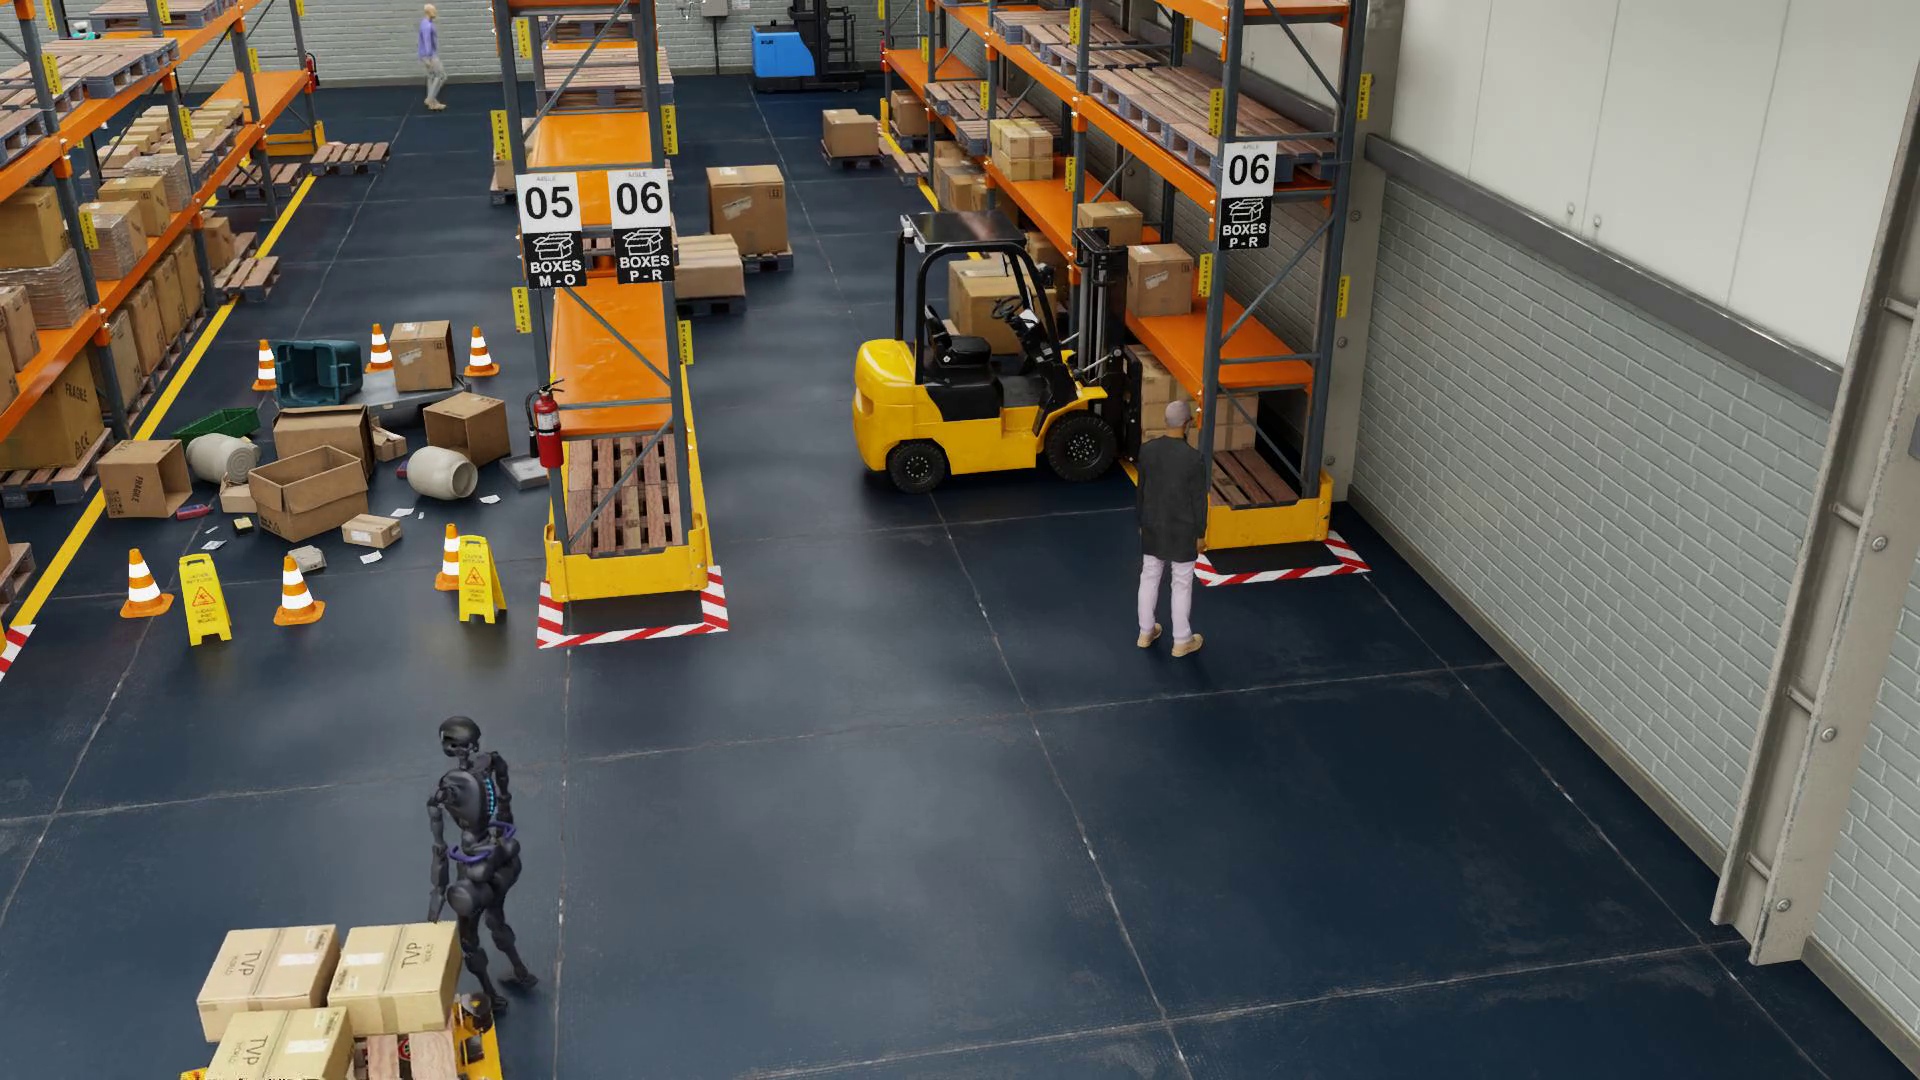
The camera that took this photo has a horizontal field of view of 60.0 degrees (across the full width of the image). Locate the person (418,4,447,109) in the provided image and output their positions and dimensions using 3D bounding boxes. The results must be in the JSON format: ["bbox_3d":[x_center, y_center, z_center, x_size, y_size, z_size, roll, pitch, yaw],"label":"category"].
[{"bbox_3d":[-9.131,-8.337,28.736,0.456,1.783,0.615,-8,27,-17],"label":"person"}]

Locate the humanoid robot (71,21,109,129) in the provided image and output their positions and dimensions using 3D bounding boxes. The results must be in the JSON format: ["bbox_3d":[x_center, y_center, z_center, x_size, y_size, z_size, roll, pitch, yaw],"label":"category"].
[{"bbox_3d":[-14.362,-7.611,27.379,0.547,1.859,0.836,-23,34,-39],"label":"humanoid robot"}]

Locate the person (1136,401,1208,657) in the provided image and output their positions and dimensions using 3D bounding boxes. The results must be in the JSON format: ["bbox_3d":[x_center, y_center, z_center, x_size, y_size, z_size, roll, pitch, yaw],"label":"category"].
[{"bbox_3d":[1.453,-0.073,11.450,0.528,1.856,0.406,16,30,30],"label":"person"}]

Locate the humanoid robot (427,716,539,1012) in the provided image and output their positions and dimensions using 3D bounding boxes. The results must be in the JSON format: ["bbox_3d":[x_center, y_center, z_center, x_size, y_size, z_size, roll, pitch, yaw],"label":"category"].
[{"bbox_3d":[-2.371,1.605,8.158,0.332,1.652,0.588,10,28,21],"label":"humanoid robot"}]

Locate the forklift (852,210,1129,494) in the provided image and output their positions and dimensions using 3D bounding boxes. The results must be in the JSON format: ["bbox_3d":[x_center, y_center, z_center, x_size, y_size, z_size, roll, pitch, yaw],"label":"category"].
[{"bbox_3d":[0.216,-1.659,14.366,2.313,2.155,1.214,-5,26,-10],"label":"forklift"}]

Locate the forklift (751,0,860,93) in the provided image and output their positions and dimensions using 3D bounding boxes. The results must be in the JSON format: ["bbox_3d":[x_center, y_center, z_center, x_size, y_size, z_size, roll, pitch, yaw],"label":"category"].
[{"bbox_3d":[-2.872,-9.679,30.288,1.873,2.768,1.129,-5,26,-10],"label":"forklift"}]

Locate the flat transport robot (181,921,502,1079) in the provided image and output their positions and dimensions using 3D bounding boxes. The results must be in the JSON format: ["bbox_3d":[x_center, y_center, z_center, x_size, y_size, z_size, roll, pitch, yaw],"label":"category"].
[{"bbox_3d":[-2.903,2.556,7.806,1.431,0.231,0.659,-9,27,-17],"label":"flat transport robot"}]
